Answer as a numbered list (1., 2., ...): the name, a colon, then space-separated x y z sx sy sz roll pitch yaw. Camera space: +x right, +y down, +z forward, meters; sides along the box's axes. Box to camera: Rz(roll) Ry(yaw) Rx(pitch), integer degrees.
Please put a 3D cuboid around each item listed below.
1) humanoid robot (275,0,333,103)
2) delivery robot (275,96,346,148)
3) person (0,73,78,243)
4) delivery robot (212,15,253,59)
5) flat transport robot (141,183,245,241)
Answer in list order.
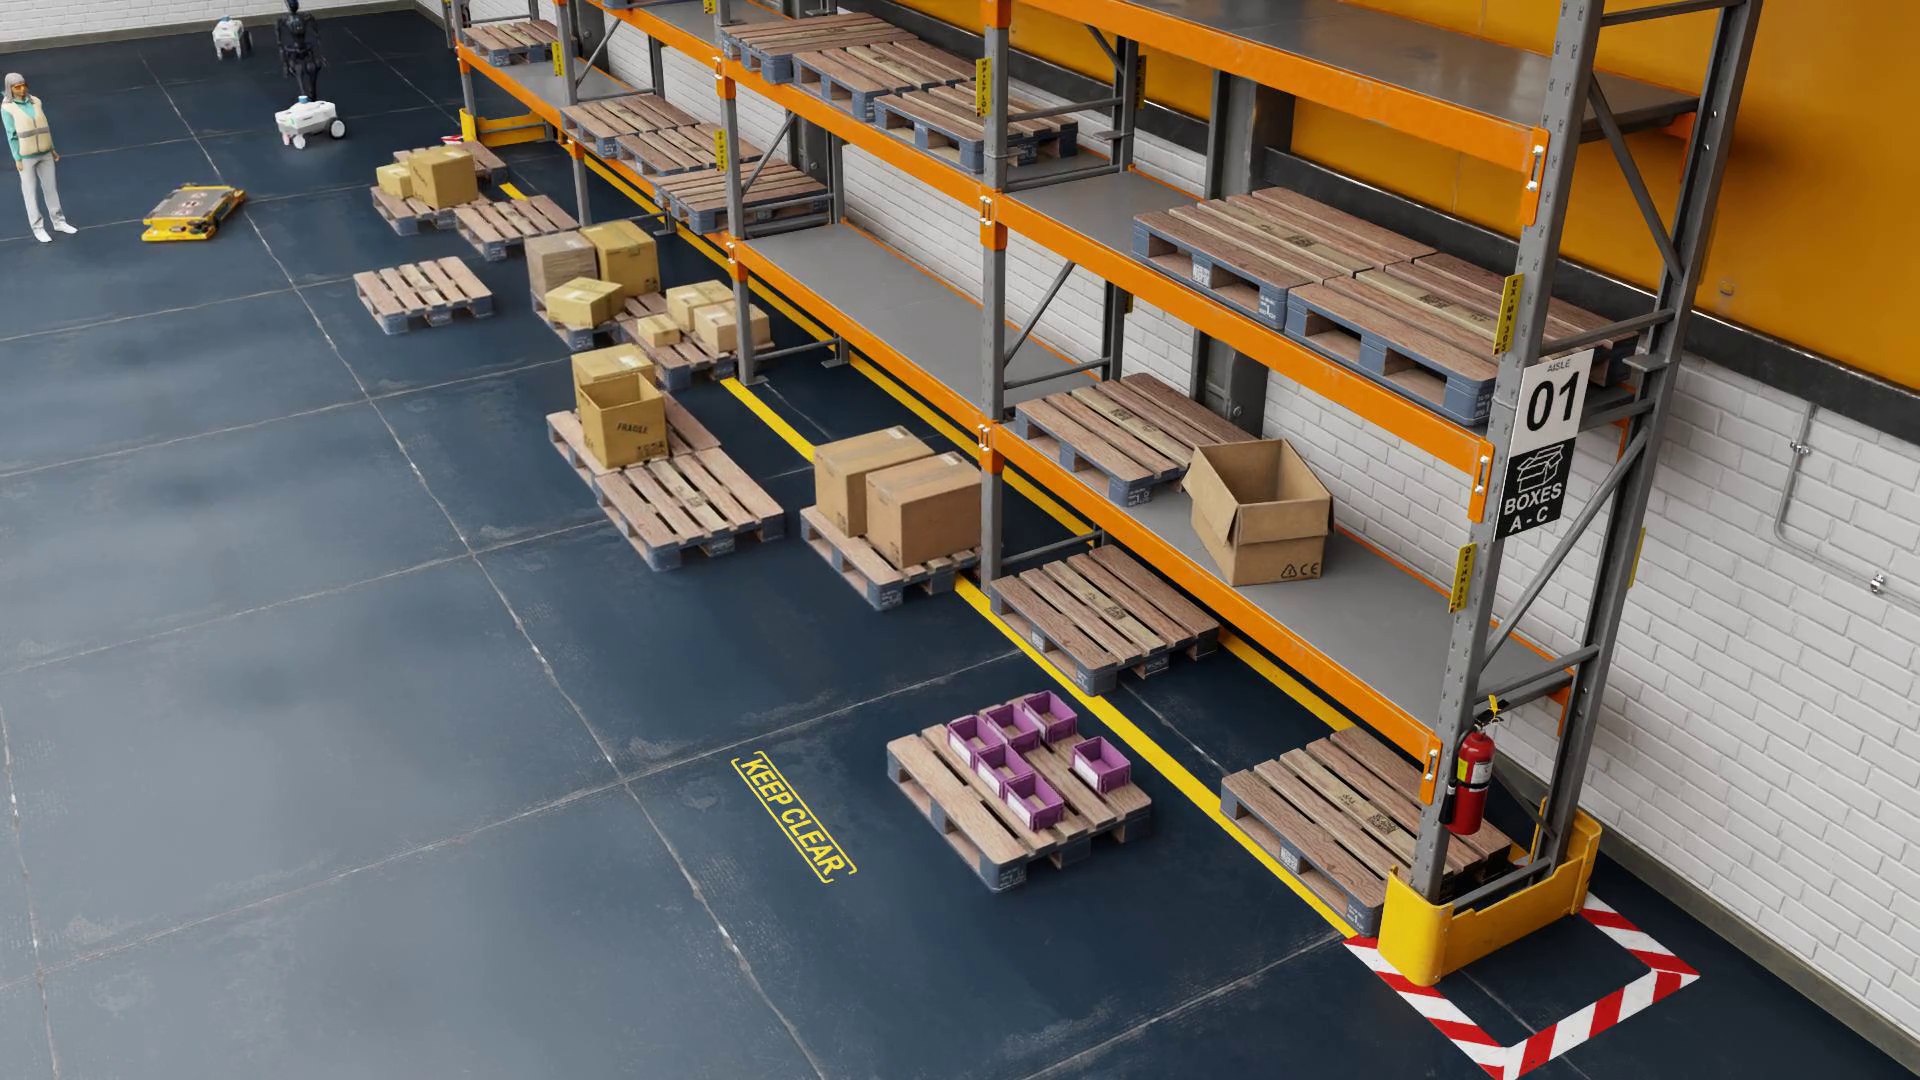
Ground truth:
1. humanoid robot: -8.267 -6.051 20.939 0.601 1.648 0.757 -21 36 -32
2. delivery robot: -8.003 -5.154 20.443 0.510 0.597 0.769 16 33 26
3. person: -9.559 -3.959 17.159 0.372 1.709 0.465 14 32 23
4. delivery robot: -10.720 -7.400 24.412 0.499 0.601 0.775 -7 30 -12
5. flat transport robot: -8.223 -3.528 17.860 0.659 0.231 1.431 -3 30 -5
